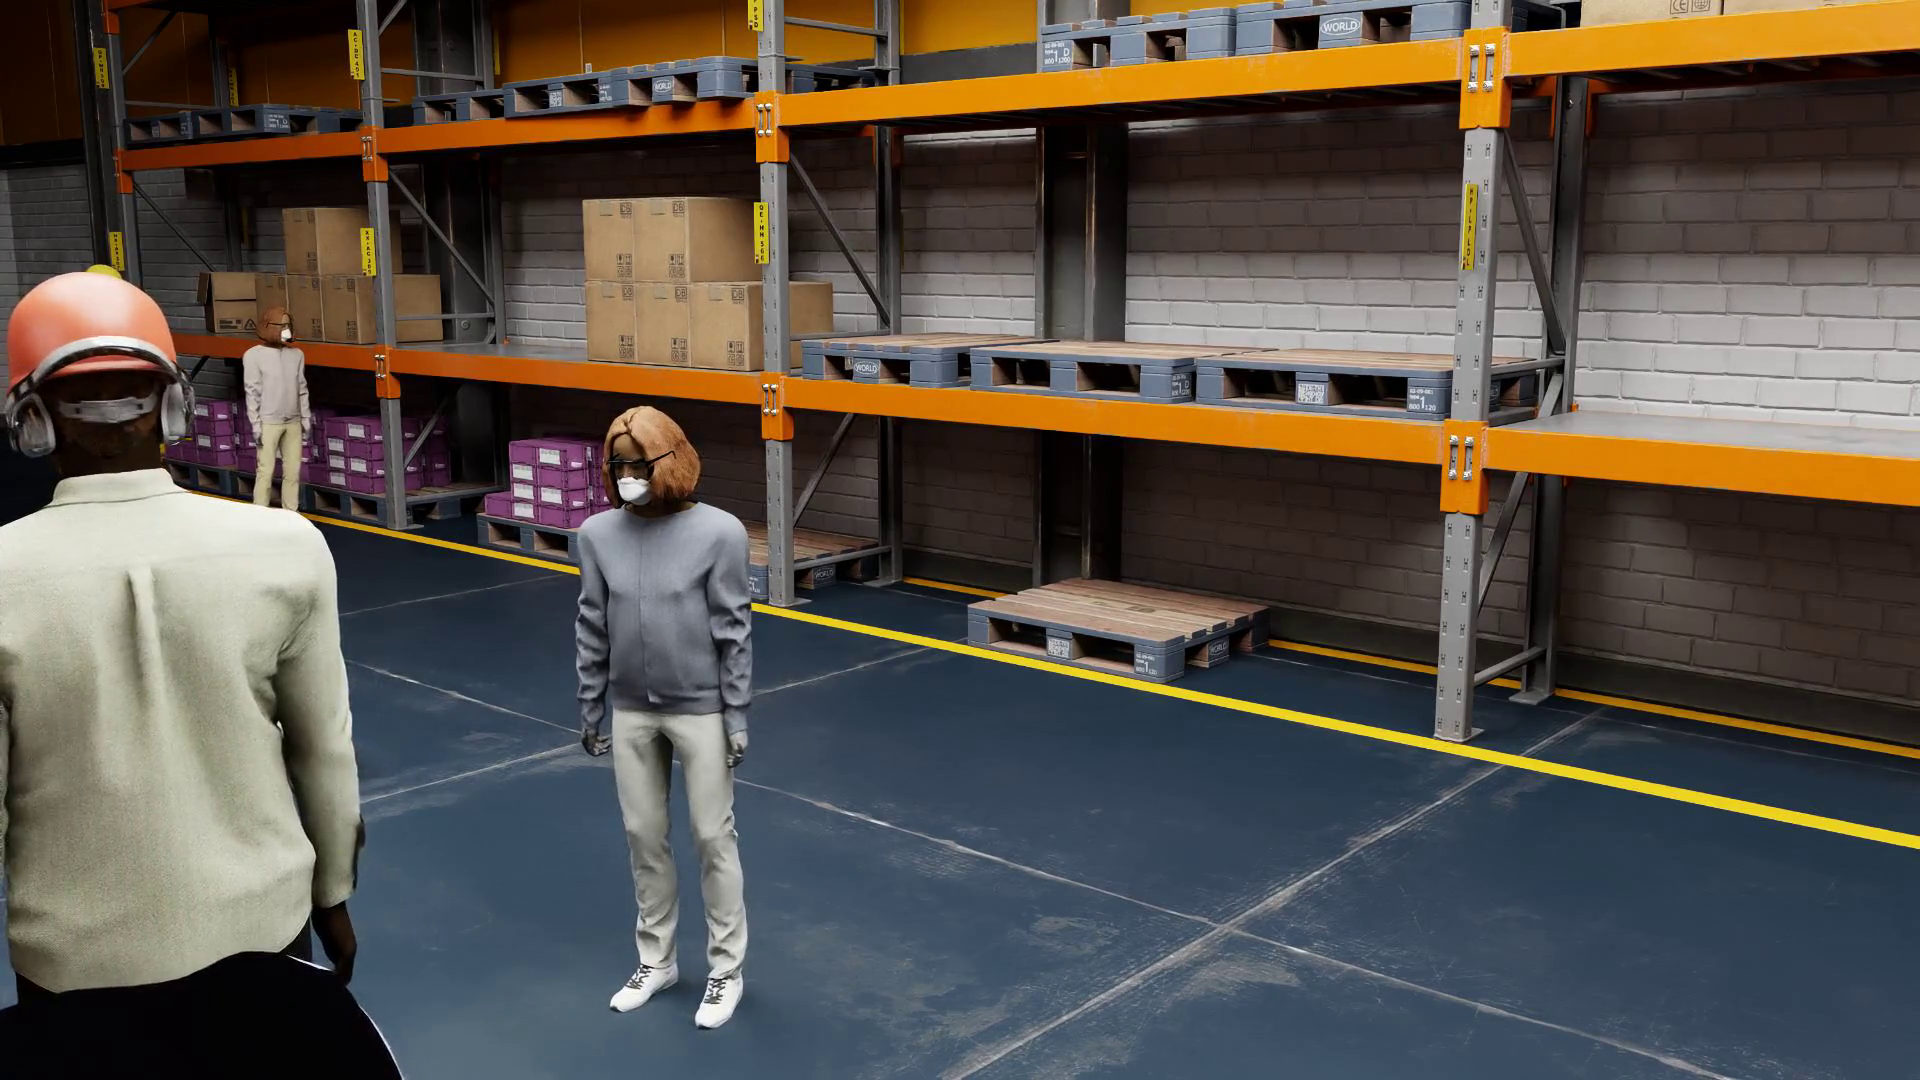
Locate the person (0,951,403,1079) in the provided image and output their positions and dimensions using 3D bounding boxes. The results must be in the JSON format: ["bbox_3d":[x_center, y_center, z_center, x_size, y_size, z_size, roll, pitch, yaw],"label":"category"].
[{"bbox_3d":[-0.614,0.894,0.983,0.635,1.936,0.352,-6,11,-29],"label":"person"}]

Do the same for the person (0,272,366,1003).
[{"bbox_3d":[-1.230,0.594,2.554,0.610,1.986,0.393,-7,12,-36],"label":"person"}]

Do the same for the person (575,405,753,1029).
[{"bbox_3d":[-0.778,0.459,4.361,0.506,1.622,0.298,3,10,16],"label":"person"}]

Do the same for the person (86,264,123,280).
[{"bbox_3d":[-5.467,-0.821,10.820,0.398,1.919,0.592,3,11,18],"label":"person"}]

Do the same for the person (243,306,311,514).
[{"bbox_3d":[-4.700,-0.792,11.482,0.289,1.629,0.498,6,11,29],"label":"person"}]

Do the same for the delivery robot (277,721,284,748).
[{"bbox_3d":[-2.730,0.608,6.282,0.707,0.478,0.477,0,10,0],"label":"delivery robot"}]
